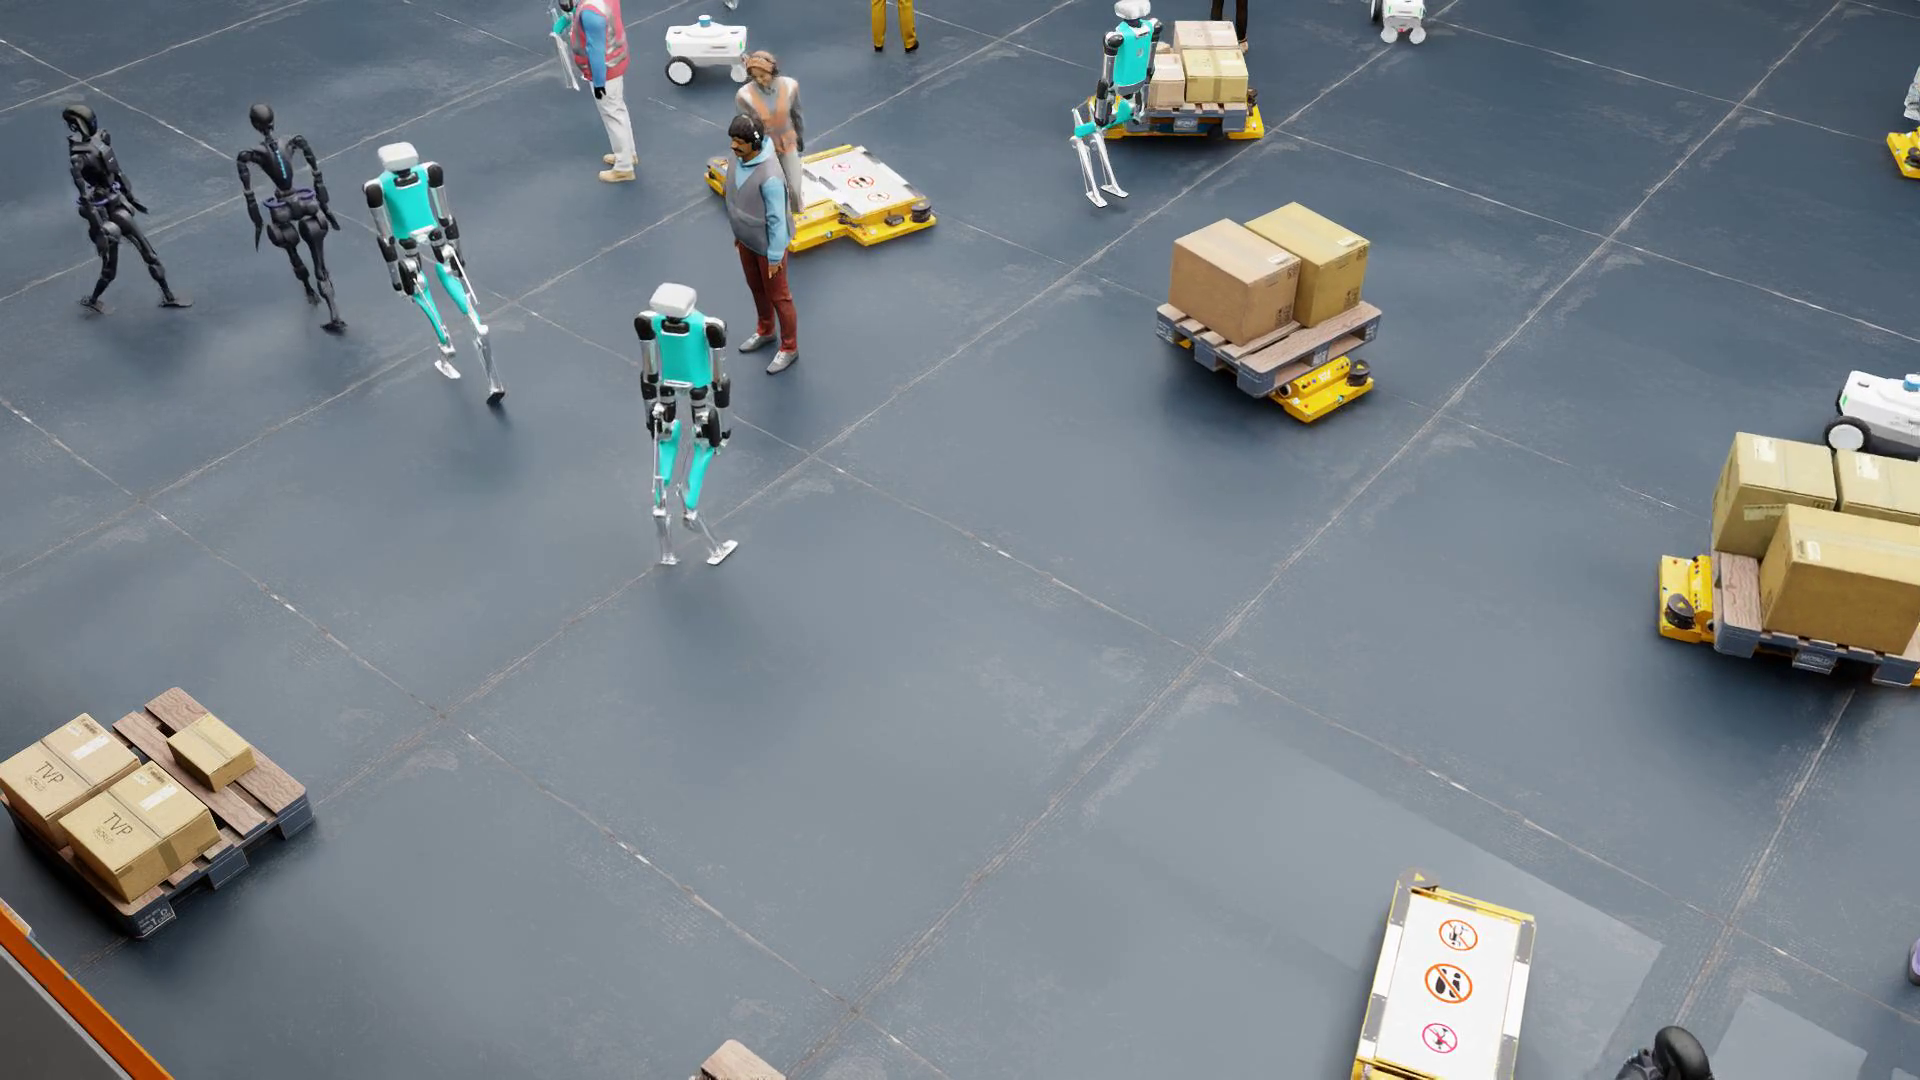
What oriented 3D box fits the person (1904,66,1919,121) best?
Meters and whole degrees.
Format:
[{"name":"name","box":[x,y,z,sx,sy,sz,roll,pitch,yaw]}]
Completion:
[{"name":"person","box":[8.511,-4.436,14.157,0.320,1.742,0.492,18,44,20]}]

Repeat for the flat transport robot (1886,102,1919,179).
[{"name":"flat transport robot","box":[8.553,-3.176,13.814,1.431,0.231,0.659,7,41,8]}]

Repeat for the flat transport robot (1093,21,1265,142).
[{"name":"flat transport robot","box":[1.892,-3.713,14.445,1.431,0.231,0.659,0,40,0]}]

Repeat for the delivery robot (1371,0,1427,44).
[{"name":"delivery robot","box":[4.223,-5.101,15.851,0.519,0.586,0.757,6,41,7]}]

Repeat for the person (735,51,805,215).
[{"name":"person","box":[-1.411,-2.934,12.486,0.529,1.613,0.441,-11,41,-12]}]

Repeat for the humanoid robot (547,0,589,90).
[{"name":"humanoid robot","box":[-3.444,-4.812,14.612,0.683,1.794,0.537,23,46,25]}]

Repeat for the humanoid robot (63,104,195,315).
[{"name":"humanoid robot","box":[-6.062,-2.334,11.764,0.716,1.631,0.612,1,40,2]}]

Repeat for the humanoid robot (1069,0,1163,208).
[{"name":"humanoid robot","box":[1.133,-3.439,12.887,0.533,1.677,0.735,-27,47,-28]}]

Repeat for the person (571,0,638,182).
[{"name":"person","box":[-2.862,-3.776,13.320,0.434,1.834,0.629,0,40,0]}]

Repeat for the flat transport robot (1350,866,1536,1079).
[{"name":"flat transport robot","box":[2.194,2.146,7.554,0.659,0.231,1.431,14,42,16]}]

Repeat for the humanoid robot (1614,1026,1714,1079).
[{"name":"humanoid robot","box":[2.443,2.321,6.261,0.584,1.645,0.344,-16,43,-18]}]

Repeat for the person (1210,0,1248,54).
[{"name":"person","box":[2.493,-5.250,15.153,0.529,1.691,0.321,7,41,9]}]

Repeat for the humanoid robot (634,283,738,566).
[{"name":"humanoid robot","box":[-1.623,-0.551,9.592,0.535,1.775,0.781,7,41,9]}]

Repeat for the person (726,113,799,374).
[{"name":"person","box":[-1.328,-2.020,11.220,0.415,1.872,0.535,-28,48,-29]}]

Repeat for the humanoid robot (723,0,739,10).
[{"name":"humanoid robot","box":[-2.112,-6.000,16.078,0.800,1.881,0.544,-28,48,-29]}]

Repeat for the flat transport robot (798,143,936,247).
[{"name":"flat transport robot","box":[-0.844,-2.818,13.394,0.659,0.231,1.431,-22,45,-24]}]

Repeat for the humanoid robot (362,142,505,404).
[{"name":"humanoid robot","box":[-3.353,-1.648,10.905,0.533,1.765,0.980,-28,48,-29]}]

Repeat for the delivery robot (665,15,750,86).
[{"name":"delivery robot","box":[-2.304,-4.464,15.103,0.784,0.589,0.499,0,40,0]}]

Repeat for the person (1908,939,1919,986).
[{"name":"person","box":[4.625,1.385,7.230,0.562,1.847,0.389,31,49,31]}]

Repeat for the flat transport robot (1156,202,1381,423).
[{"name":"flat transport robot","box":[2.134,-1.329,11.641,0.659,0.231,1.431,-27,47,-28]}]

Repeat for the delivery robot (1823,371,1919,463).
[{"name":"delivery robot","box":[6.071,-0.804,10.818,0.812,0.614,0.499,22,45,24]}]

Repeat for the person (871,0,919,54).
[{"name":"person","box":[-0.635,-5.315,15.186,0.525,1.750,0.346,7,41,8]}]

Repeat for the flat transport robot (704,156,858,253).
[{"name":"flat transport robot","box":[-1.427,-2.763,13.329,0.659,0.231,1.431,-25,46,-26]}]

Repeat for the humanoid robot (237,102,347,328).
[{"name":"humanoid robot","box":[-4.703,-2.277,11.712,0.590,1.617,0.760,-26,47,-27]}]

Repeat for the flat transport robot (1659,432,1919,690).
[{"name":"flat transport robot","box":[4.799,0.426,9.577,1.431,0.231,0.659,12,42,13]}]
